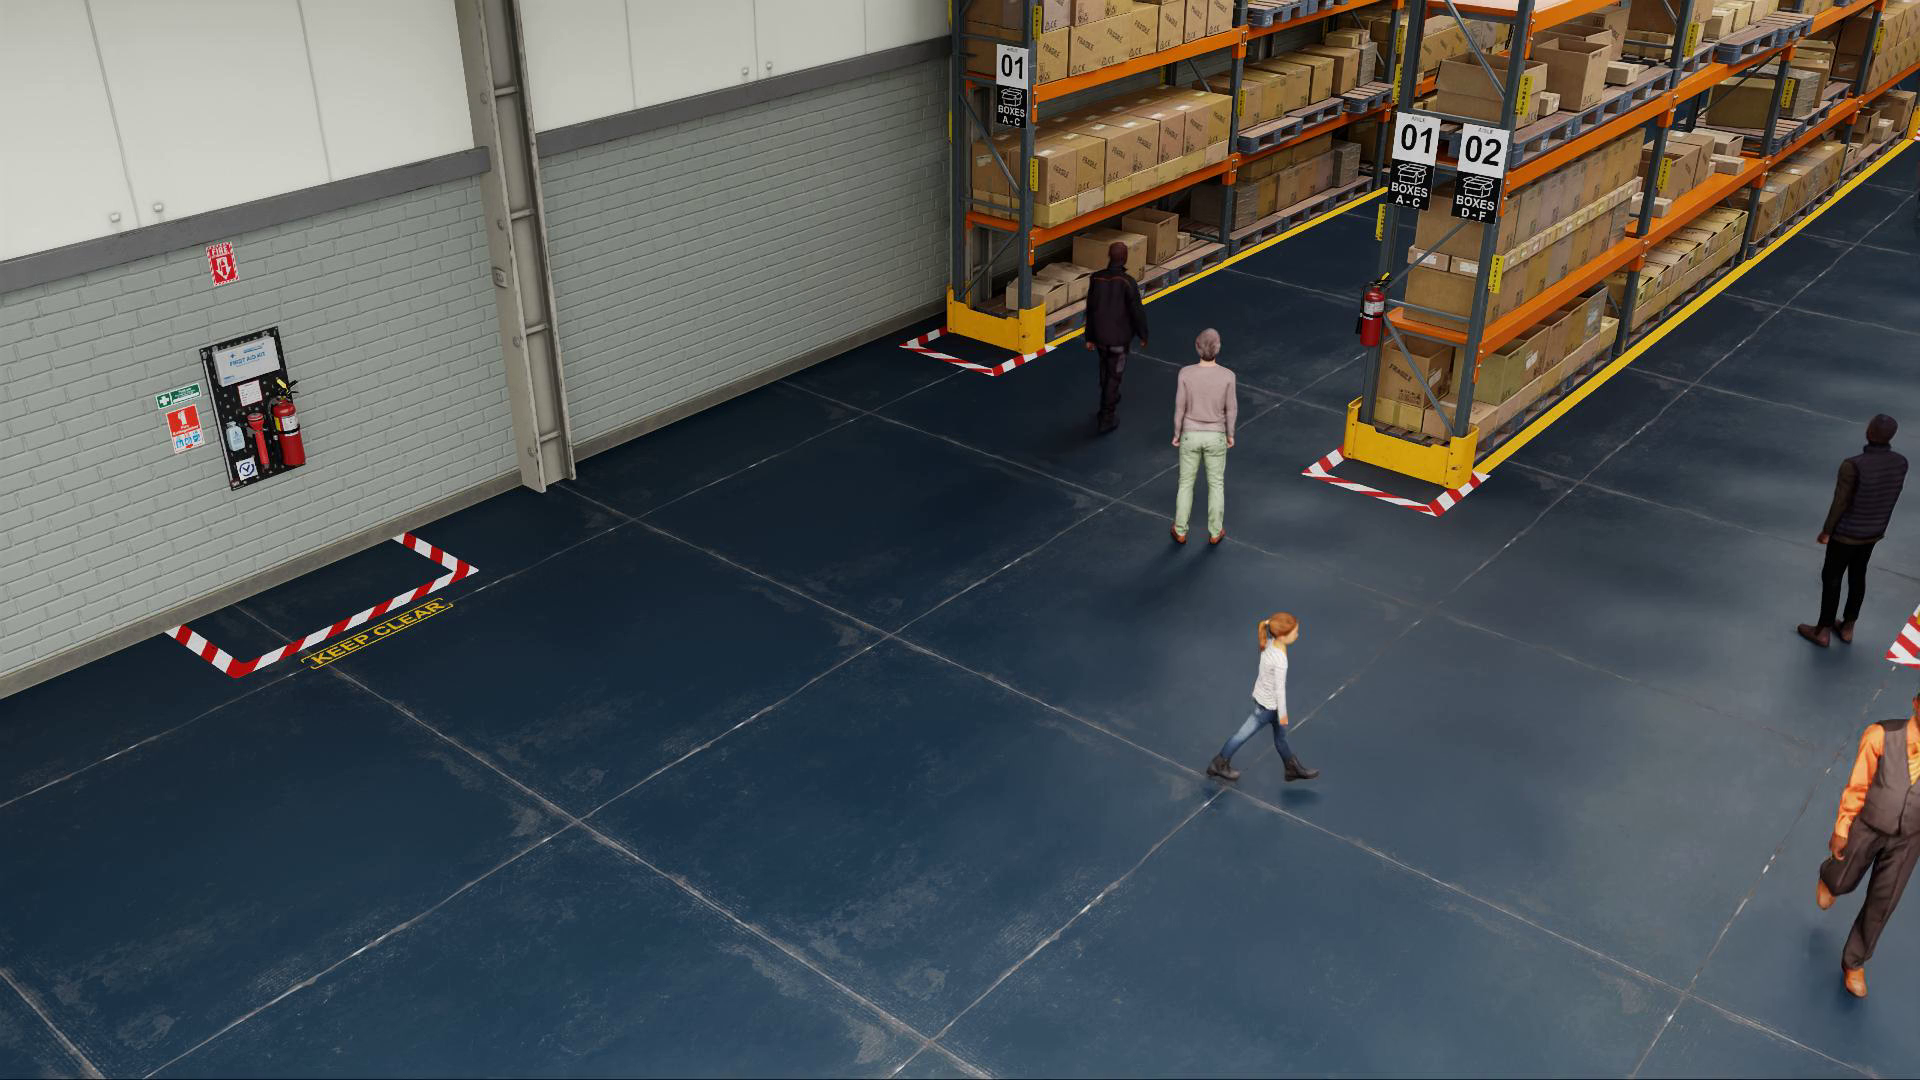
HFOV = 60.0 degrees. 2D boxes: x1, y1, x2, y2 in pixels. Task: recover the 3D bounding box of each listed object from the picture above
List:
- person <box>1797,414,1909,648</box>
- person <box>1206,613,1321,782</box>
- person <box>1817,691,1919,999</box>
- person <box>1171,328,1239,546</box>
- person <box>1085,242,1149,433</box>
[{"bbox_3d":[6.600,-0.073,12.256,0.732,1.835,0.836,-6,29,-12],"label":"person"},{"bbox_3d":[1.909,1.055,10.734,0.907,1.275,0.930,1,28,2],"label":"person"},{"bbox_3d":[5.063,1.541,9.172,0.944,1.886,1.199,8,29,15],"label":"person"},{"bbox_3d":[1.998,-0.837,13.648,0.771,1.877,0.792,3,28,6],"label":"person"},{"bbox_3d":[1.403,-1.883,15.700,0.744,1.794,1.002,18,33,31],"label":"person"}]
